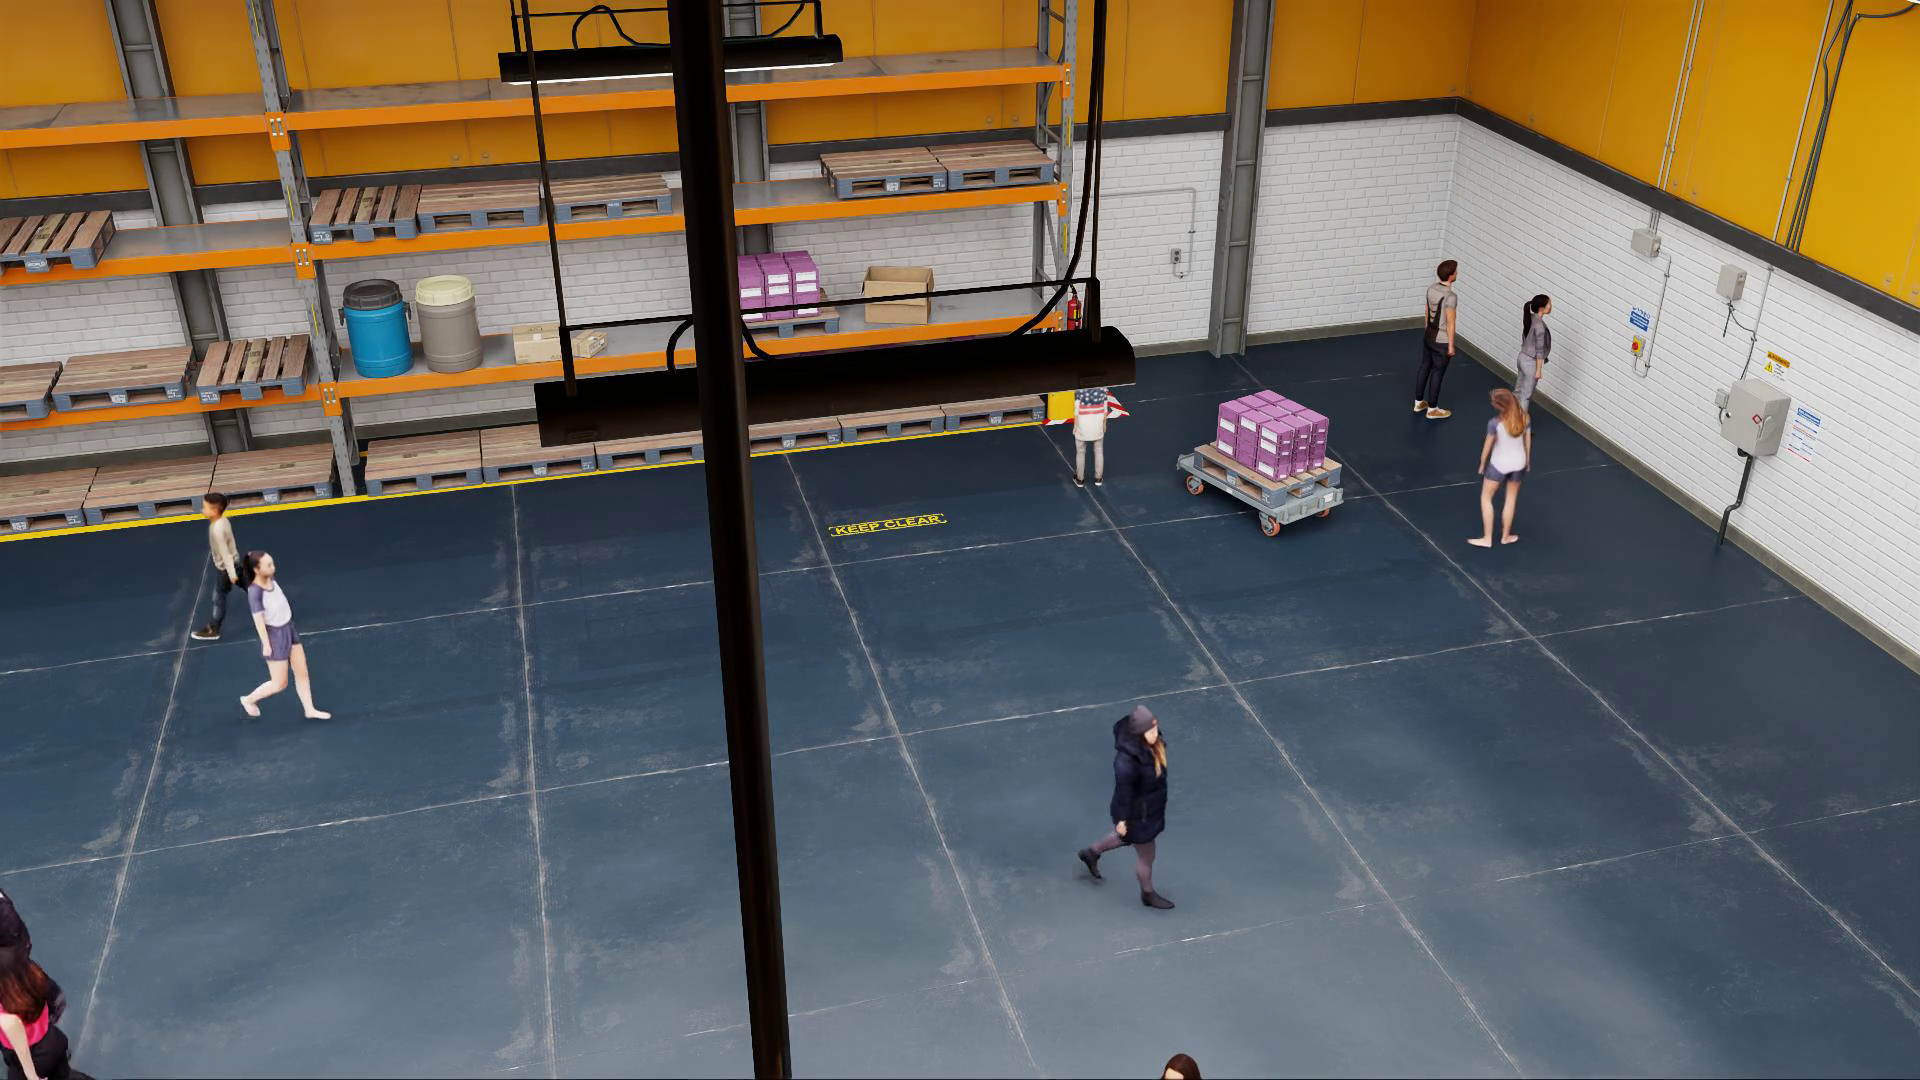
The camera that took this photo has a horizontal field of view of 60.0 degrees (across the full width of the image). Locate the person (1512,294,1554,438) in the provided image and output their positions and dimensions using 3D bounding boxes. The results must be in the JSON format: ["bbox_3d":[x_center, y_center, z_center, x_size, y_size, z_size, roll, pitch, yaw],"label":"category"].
[{"bbox_3d":[6.470,-1.996,18.898,0.644,1.678,0.661,-2,29,-4],"label":"person"}]

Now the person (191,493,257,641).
[{"bbox_3d":[-6.545,0.230,15.073,1.011,1.432,0.614,-10,30,-17],"label":"person"}]

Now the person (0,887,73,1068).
[{"bbox_3d":[-5.996,2.636,10.246,0.810,1.830,0.822,-20,35,-32],"label":"person"}]

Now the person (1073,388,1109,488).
[{"bbox_3d":[1.392,-1.257,17.787,0.439,1.444,0.601,-4,29,-6],"label":"person"}]

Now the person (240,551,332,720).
[{"bbox_3d":[-5.726,0.827,13.772,1.011,1.630,0.788,1,29,2],"label":"person"}]

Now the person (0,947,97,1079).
[{"bbox_3d":[-5.327,3.018,9.748,1.026,1.638,0.750,-1,29,-1],"label":"person"}]

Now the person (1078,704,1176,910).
[{"bbox_3d":[1.190,1.874,11.828,1.126,1.654,1.053,14,32,24],"label":"person"}]

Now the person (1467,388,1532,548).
[{"bbox_3d":[5.482,-0.715,16.531,0.549,1.696,0.808,4,29,7],"label":"person"}]

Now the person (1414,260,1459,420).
[{"bbox_3d":[5.552,-2.345,19.309,0.603,1.896,0.670,-12,31,-21],"label":"person"}]
